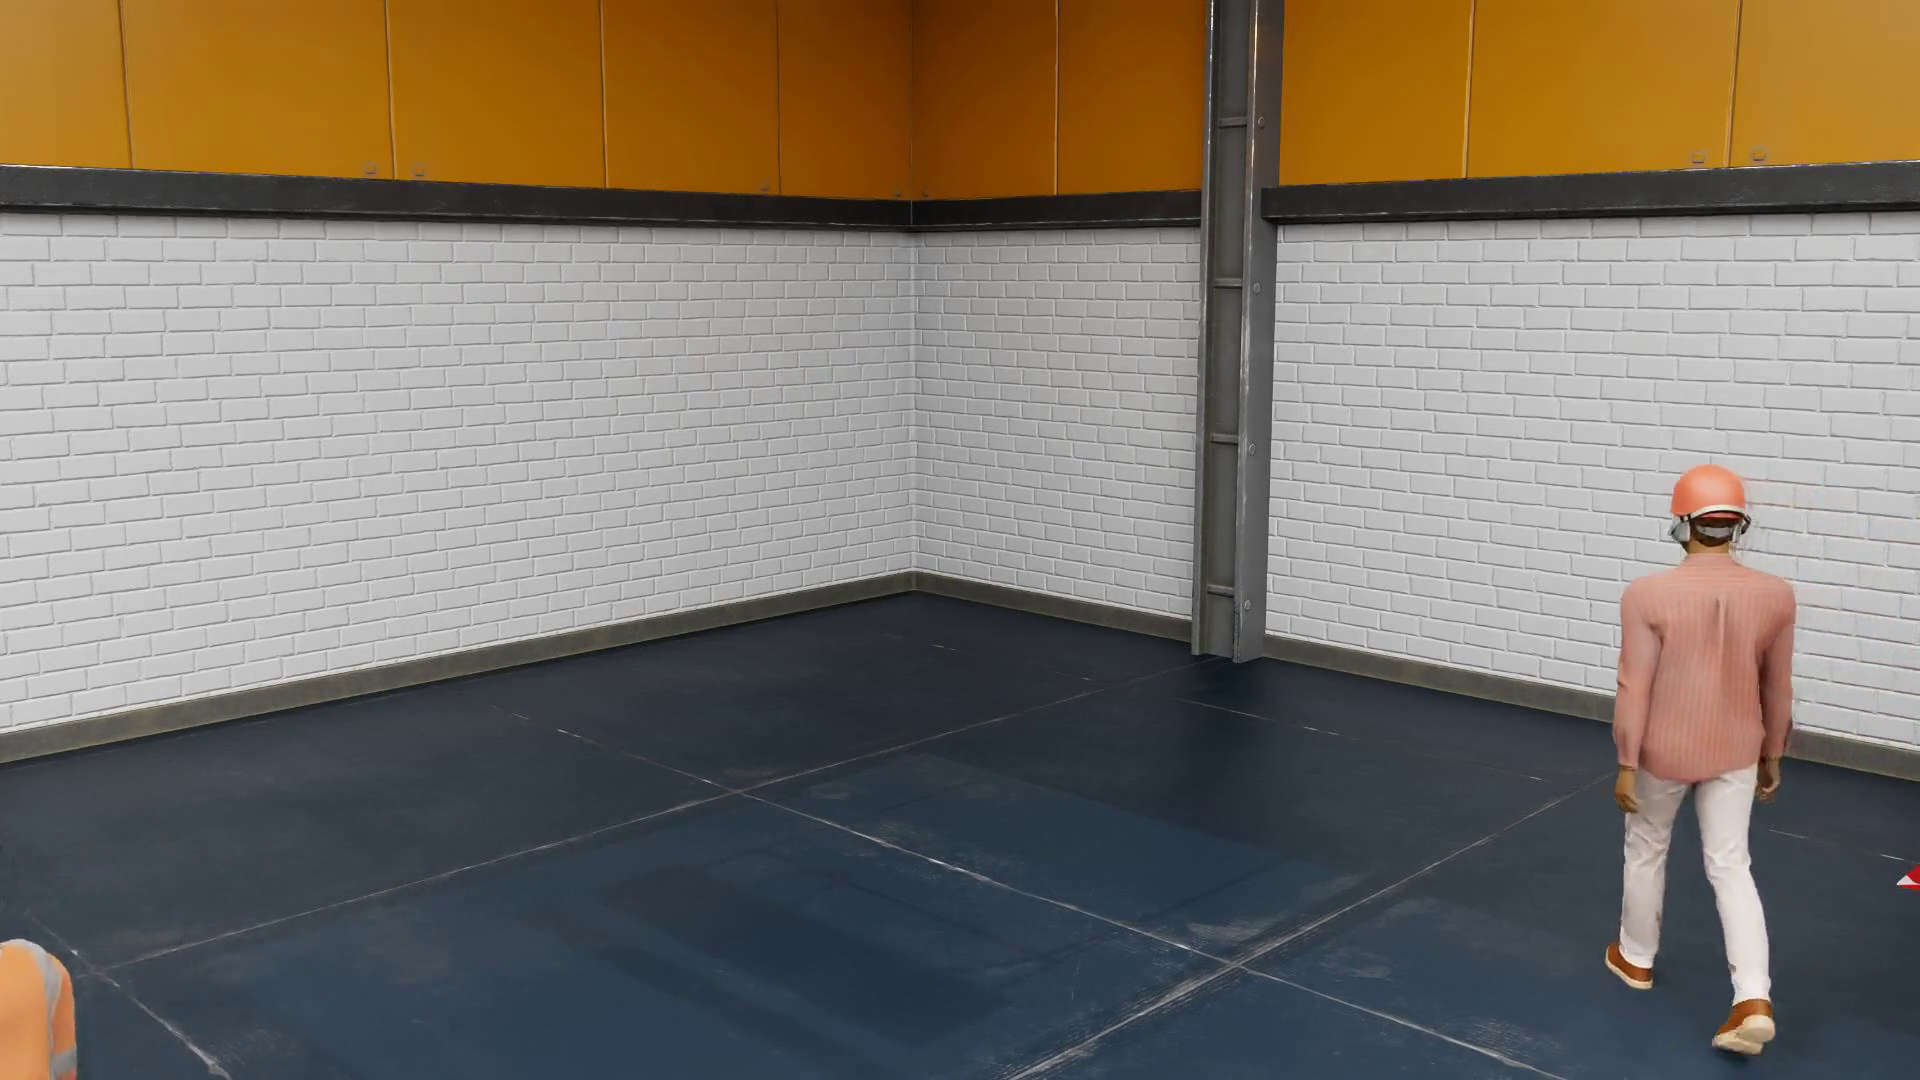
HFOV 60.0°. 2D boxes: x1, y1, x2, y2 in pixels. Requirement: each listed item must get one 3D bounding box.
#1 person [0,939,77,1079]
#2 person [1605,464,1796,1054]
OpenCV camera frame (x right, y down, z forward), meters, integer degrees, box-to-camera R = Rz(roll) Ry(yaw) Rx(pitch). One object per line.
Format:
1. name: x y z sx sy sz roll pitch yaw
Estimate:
1. person: -1.735 1.297 3.037 0.846 1.665 0.539 0 9 1
2. person: 2.547 0.720 5.669 0.632 1.959 0.970 0 9 1
